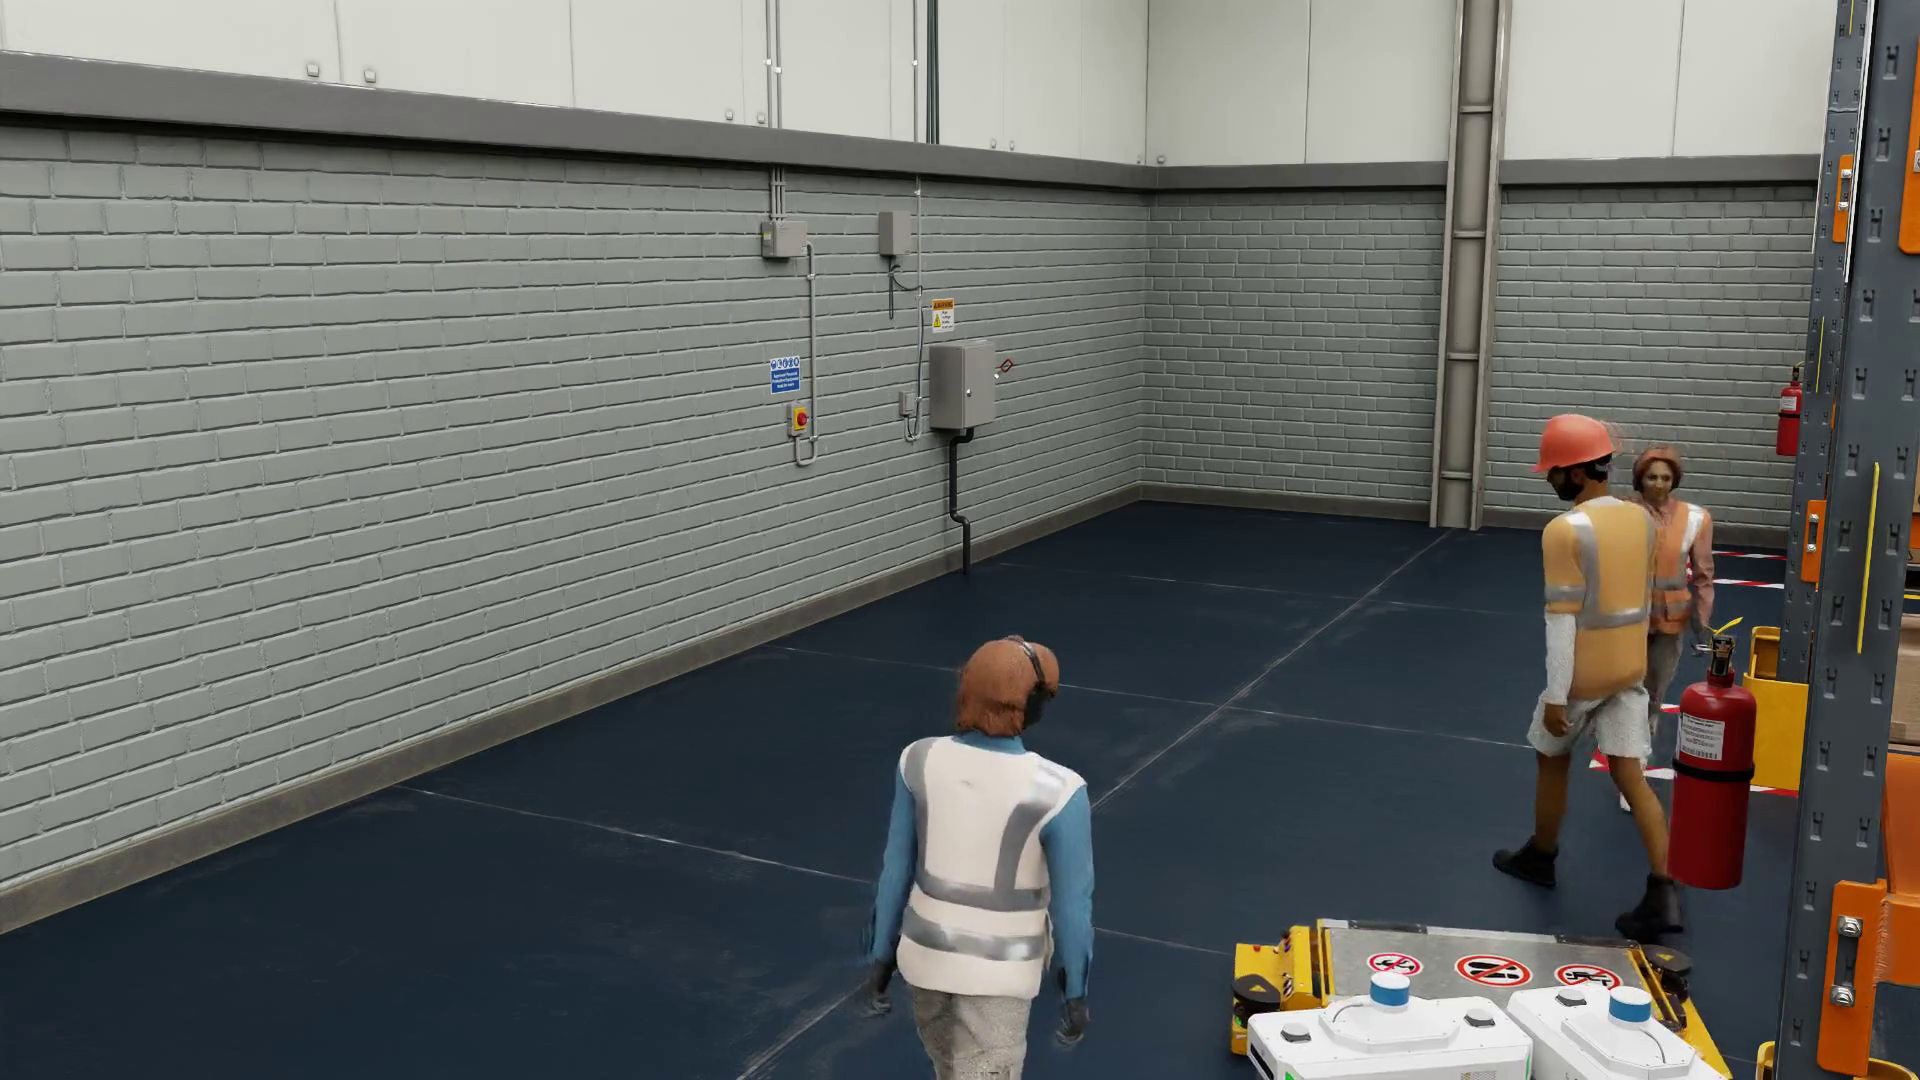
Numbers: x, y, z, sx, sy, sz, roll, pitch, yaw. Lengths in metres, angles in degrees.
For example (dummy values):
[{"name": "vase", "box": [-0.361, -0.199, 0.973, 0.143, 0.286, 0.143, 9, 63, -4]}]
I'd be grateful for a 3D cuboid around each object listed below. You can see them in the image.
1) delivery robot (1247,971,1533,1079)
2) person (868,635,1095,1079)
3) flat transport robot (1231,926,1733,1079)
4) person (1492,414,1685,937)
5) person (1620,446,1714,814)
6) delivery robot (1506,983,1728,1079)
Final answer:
[{"name": "delivery robot", "box": [1.135, 1.395, 4.435, 0.707, 0.478, 0.477, -2, 10, -9]}, {"name": "person", "box": [0.054, 1.016, 3.941, 0.533, 1.585, 0.822, 7, 12, 32]}, {"name": "flat transport robot", "box": [1.586, 1.439, 5.226, 1.431, 0.197, 0.652, 2, 11, 10]}, {"name": "person", "box": [2.367, 0.484, 6.084, 0.567, 1.880, 0.956, -5, 11, -24]}, {"name": "person", "box": [3.104, 0.354, 7.532, 0.511, 1.594, 0.856, 2, 11, 13]}, {"name": "delivery robot", "box": [1.736, 1.412, 4.344, 0.477, 0.478, 0.707, -2, 11, -12]}]
